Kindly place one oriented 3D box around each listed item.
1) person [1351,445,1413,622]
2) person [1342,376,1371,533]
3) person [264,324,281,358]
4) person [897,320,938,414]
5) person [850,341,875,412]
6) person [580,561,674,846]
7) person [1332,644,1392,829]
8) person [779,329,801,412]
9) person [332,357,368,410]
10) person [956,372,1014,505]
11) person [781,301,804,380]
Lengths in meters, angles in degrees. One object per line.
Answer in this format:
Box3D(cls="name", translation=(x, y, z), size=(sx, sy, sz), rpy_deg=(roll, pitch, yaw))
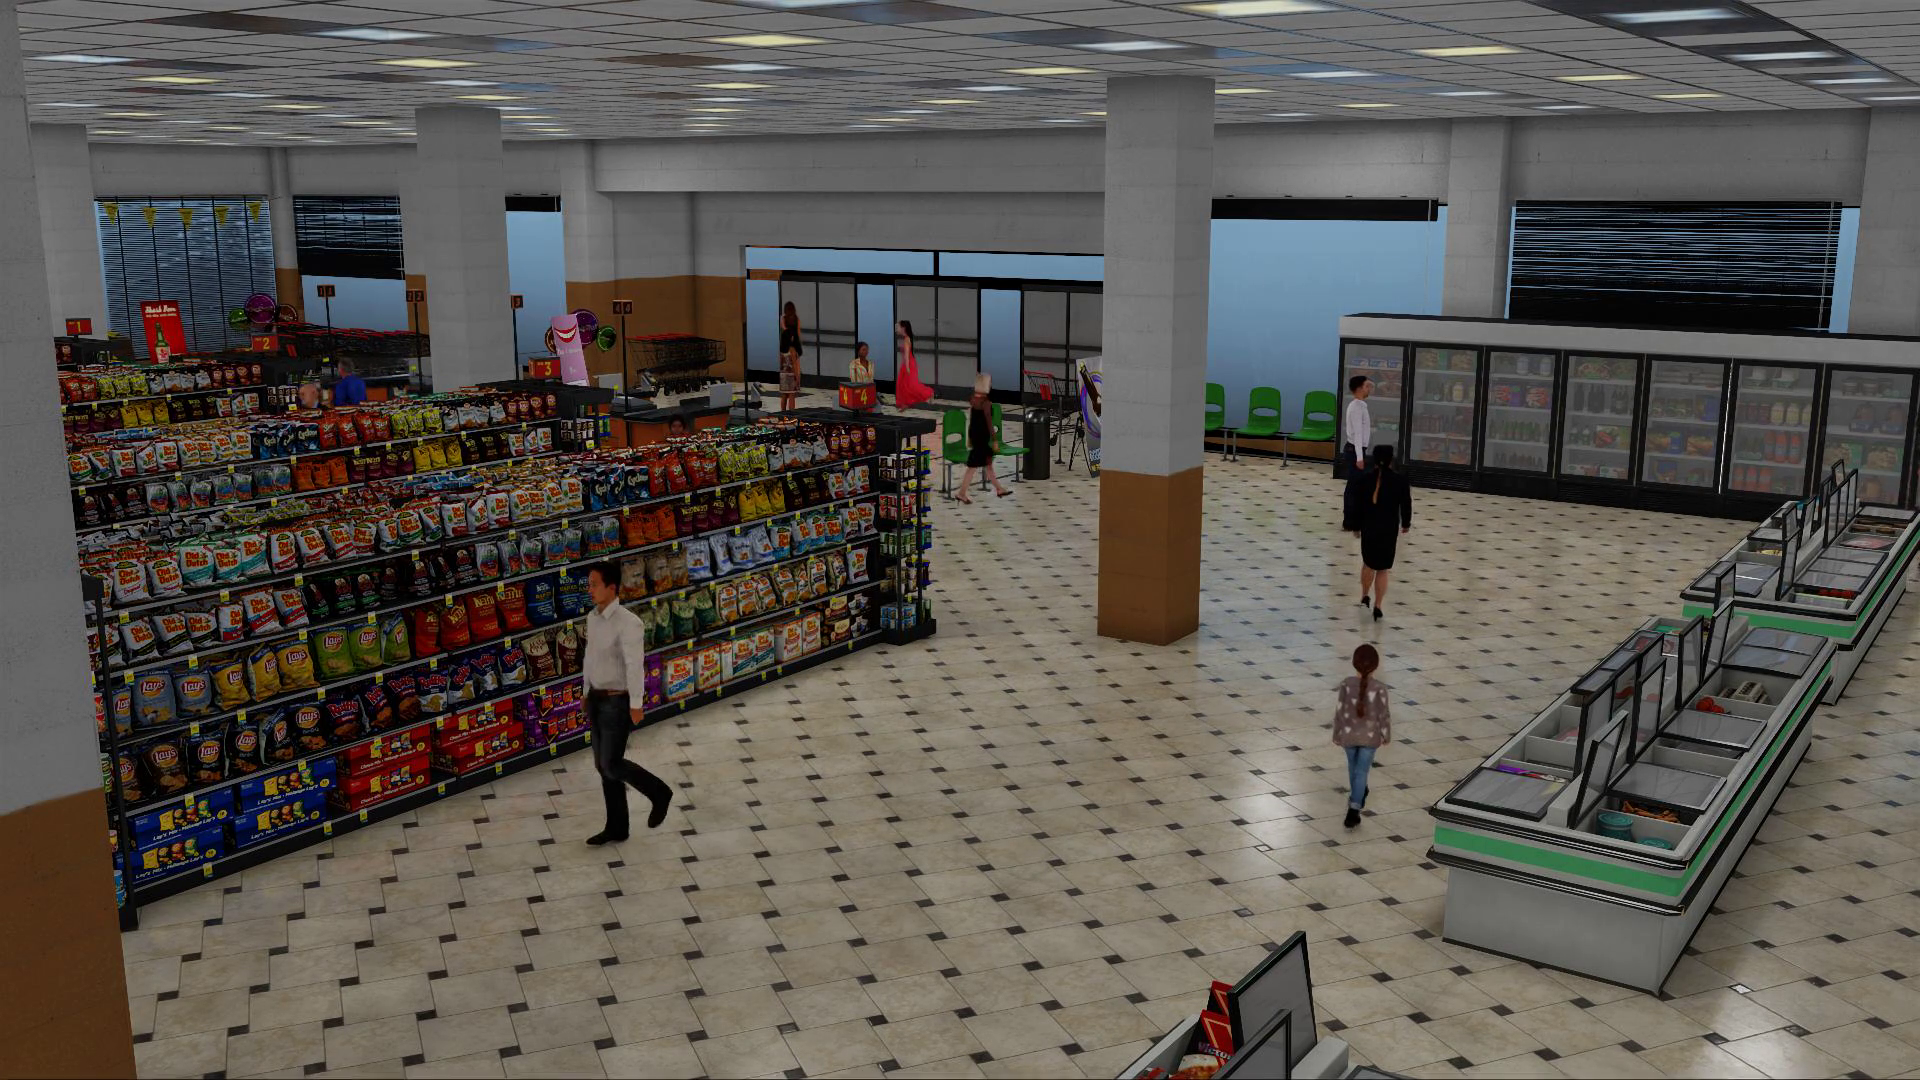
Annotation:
Box3D(cls="person", translation=(3.977, -0.049, 15.751), size=(0.850, 1.654, 0.978), rpy_deg=(4, 12, 17))
Box3D(cls="person", translation=(4.744, -1.046, 19.961), size=(0.767, 1.872, 0.659), rpy_deg=(2, 12, 10))
Box3D(cls="person", translation=(-13.474, -3.454, 32.389), size=(0.792, 1.462, 0.729), rpy_deg=(-2, 12, -9))
Box3D(cls="person", translation=(-0.840, -3.134, 30.309), size=(0.984, 1.693, 0.984), rpy_deg=(0, 12, -2))
Box3D(cls="person", translation=(-1.474, -2.123, 25.267), size=(0.566, 1.793, 0.712), rpy_deg=(-9, 15, -36))
Box3D(cls="person", translation=(-2.086, 1.008, 10.388), size=(0.892, 1.795, 0.782), rpy_deg=(-10, 16, -40))
Box3D(cls="person", translation=(2.558, 1.273, 10.661), size=(0.582, 1.166, 0.851), rpy_deg=(6, 13, 26))
Box3D(cls="person", translation=(-3.014, -2.884, 29.241), size=(0.606, 1.645, 0.695), rpy_deg=(-11, 16, -41))
Box3D(cls="person", translation=(-8.133, -1.545, 22.478), size=(0.968, 1.812, 0.918), rpy_deg=(3, 12, 15))
Box3D(cls="person", translation=(0.181, -1.261, 21.418), size=(1.164, 1.691, 1.006), rpy_deg=(-5, 13, -21))
Box3D(cls="person", translation=(-3.388, -3.859, 33.592), size=(1.205, 1.758, 1.112), rpy_deg=(-4, 13, -20))
